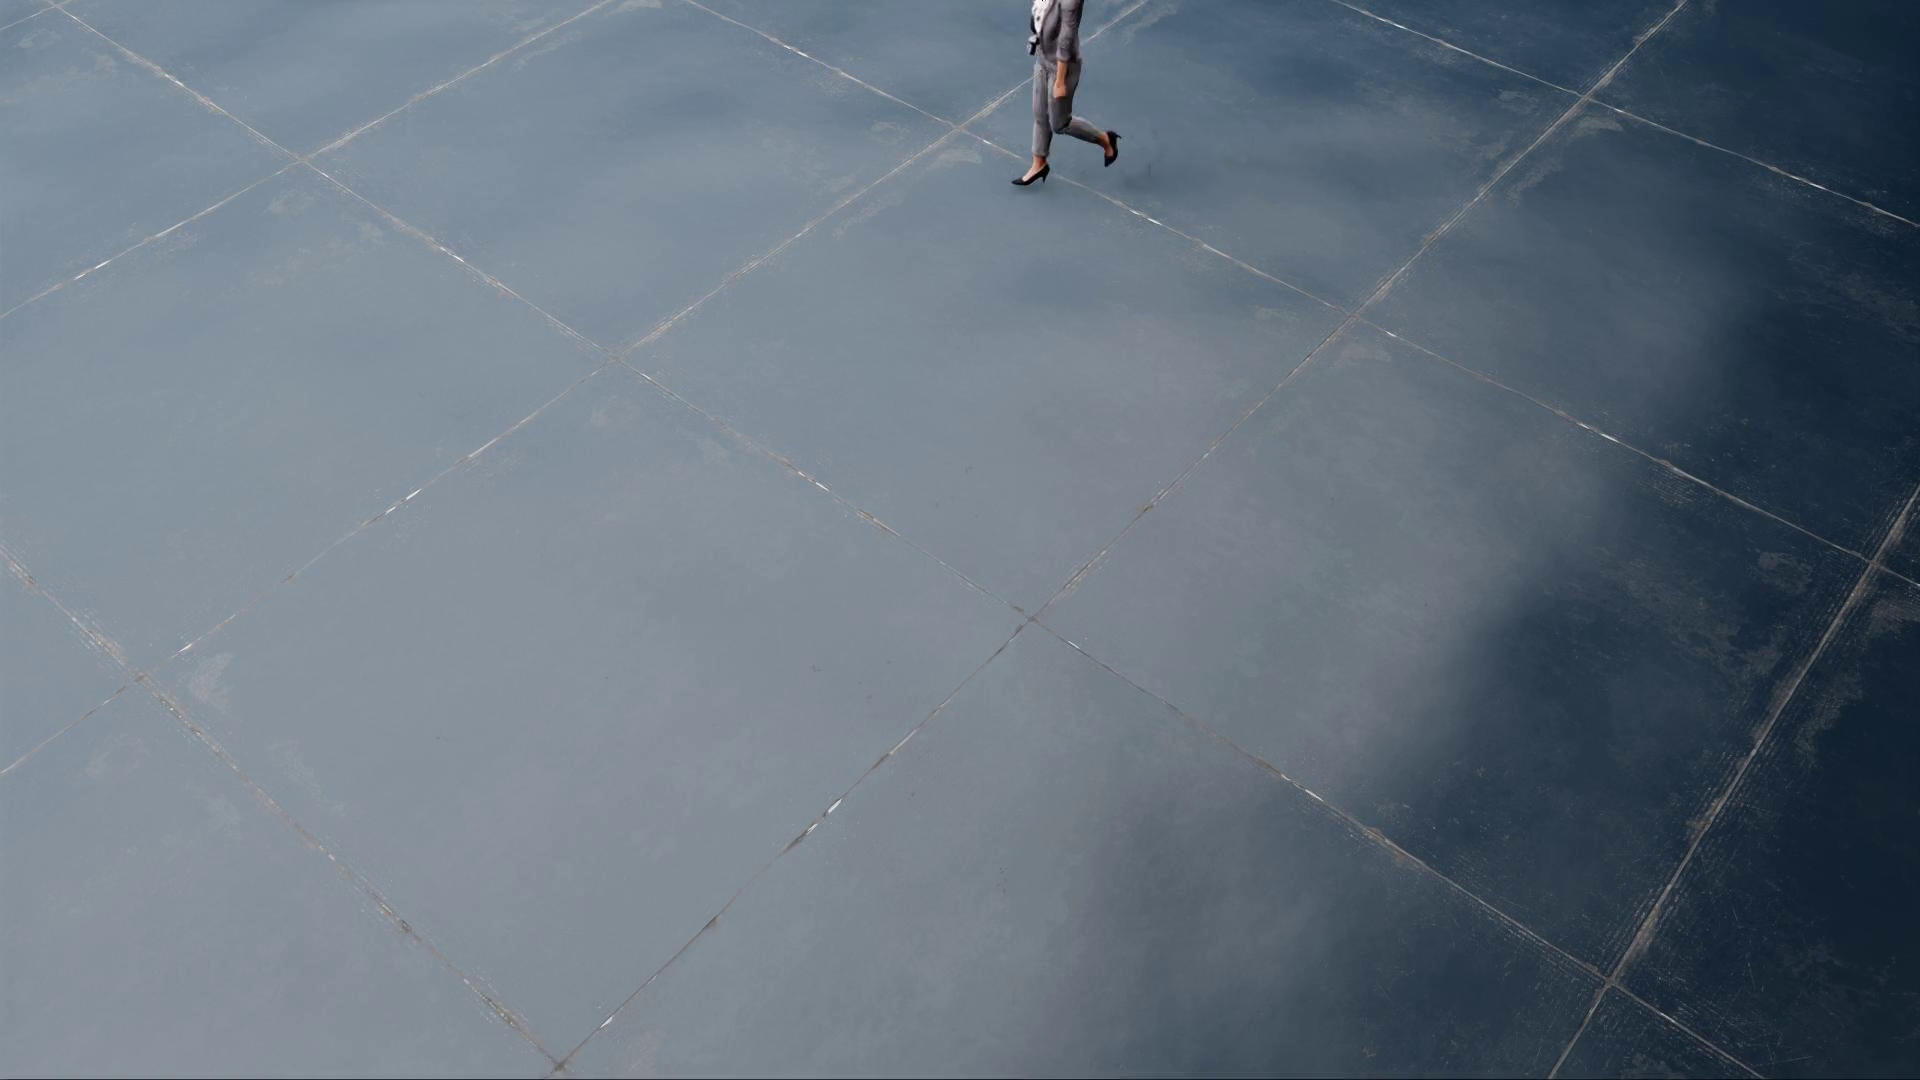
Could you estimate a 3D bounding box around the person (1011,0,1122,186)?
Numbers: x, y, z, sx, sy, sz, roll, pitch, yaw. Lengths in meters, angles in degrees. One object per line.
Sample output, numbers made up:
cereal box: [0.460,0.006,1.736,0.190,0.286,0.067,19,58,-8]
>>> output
person: [0.659,-2.826,9.928,1.031,1.661,0.923,-9,48,-9]
